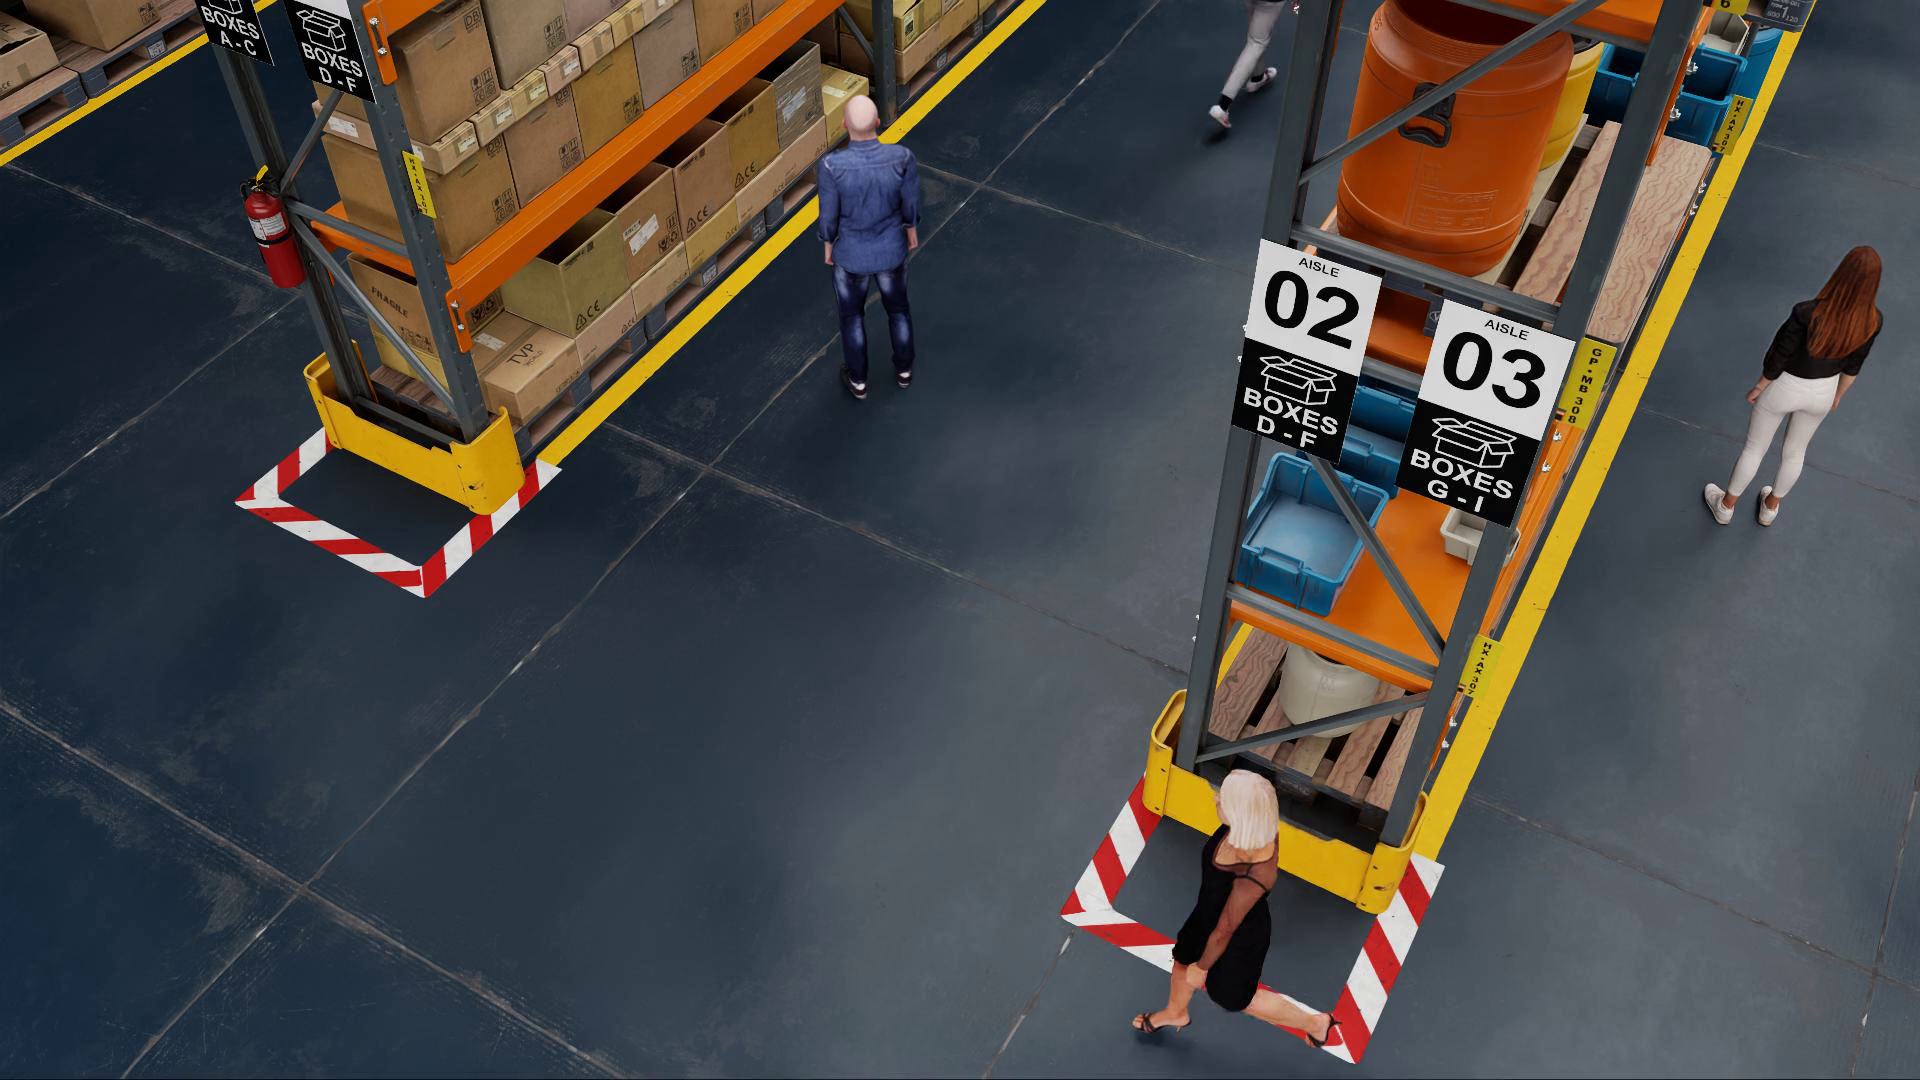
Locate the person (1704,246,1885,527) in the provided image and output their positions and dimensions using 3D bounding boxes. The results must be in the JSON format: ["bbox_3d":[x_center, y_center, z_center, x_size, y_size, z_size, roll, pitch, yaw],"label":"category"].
[{"bbox_3d":[4.115,-0.731,8.149,0.661,1.704,0.649,5,47,5],"label":"person"}]

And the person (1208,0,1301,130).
[{"bbox_3d":[1.884,-3.550,10.611,0.840,1.917,1.249,31,54,25],"label":"person"}]

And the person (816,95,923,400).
[{"bbox_3d":[-0.479,-1.534,8.810,0.780,1.824,0.850,-13,48,-11],"label":"person"}]

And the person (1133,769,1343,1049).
[{"bbox_3d":[1.086,1.452,6.124,0.943,1.715,1.061,3,47,3],"label":"person"}]
